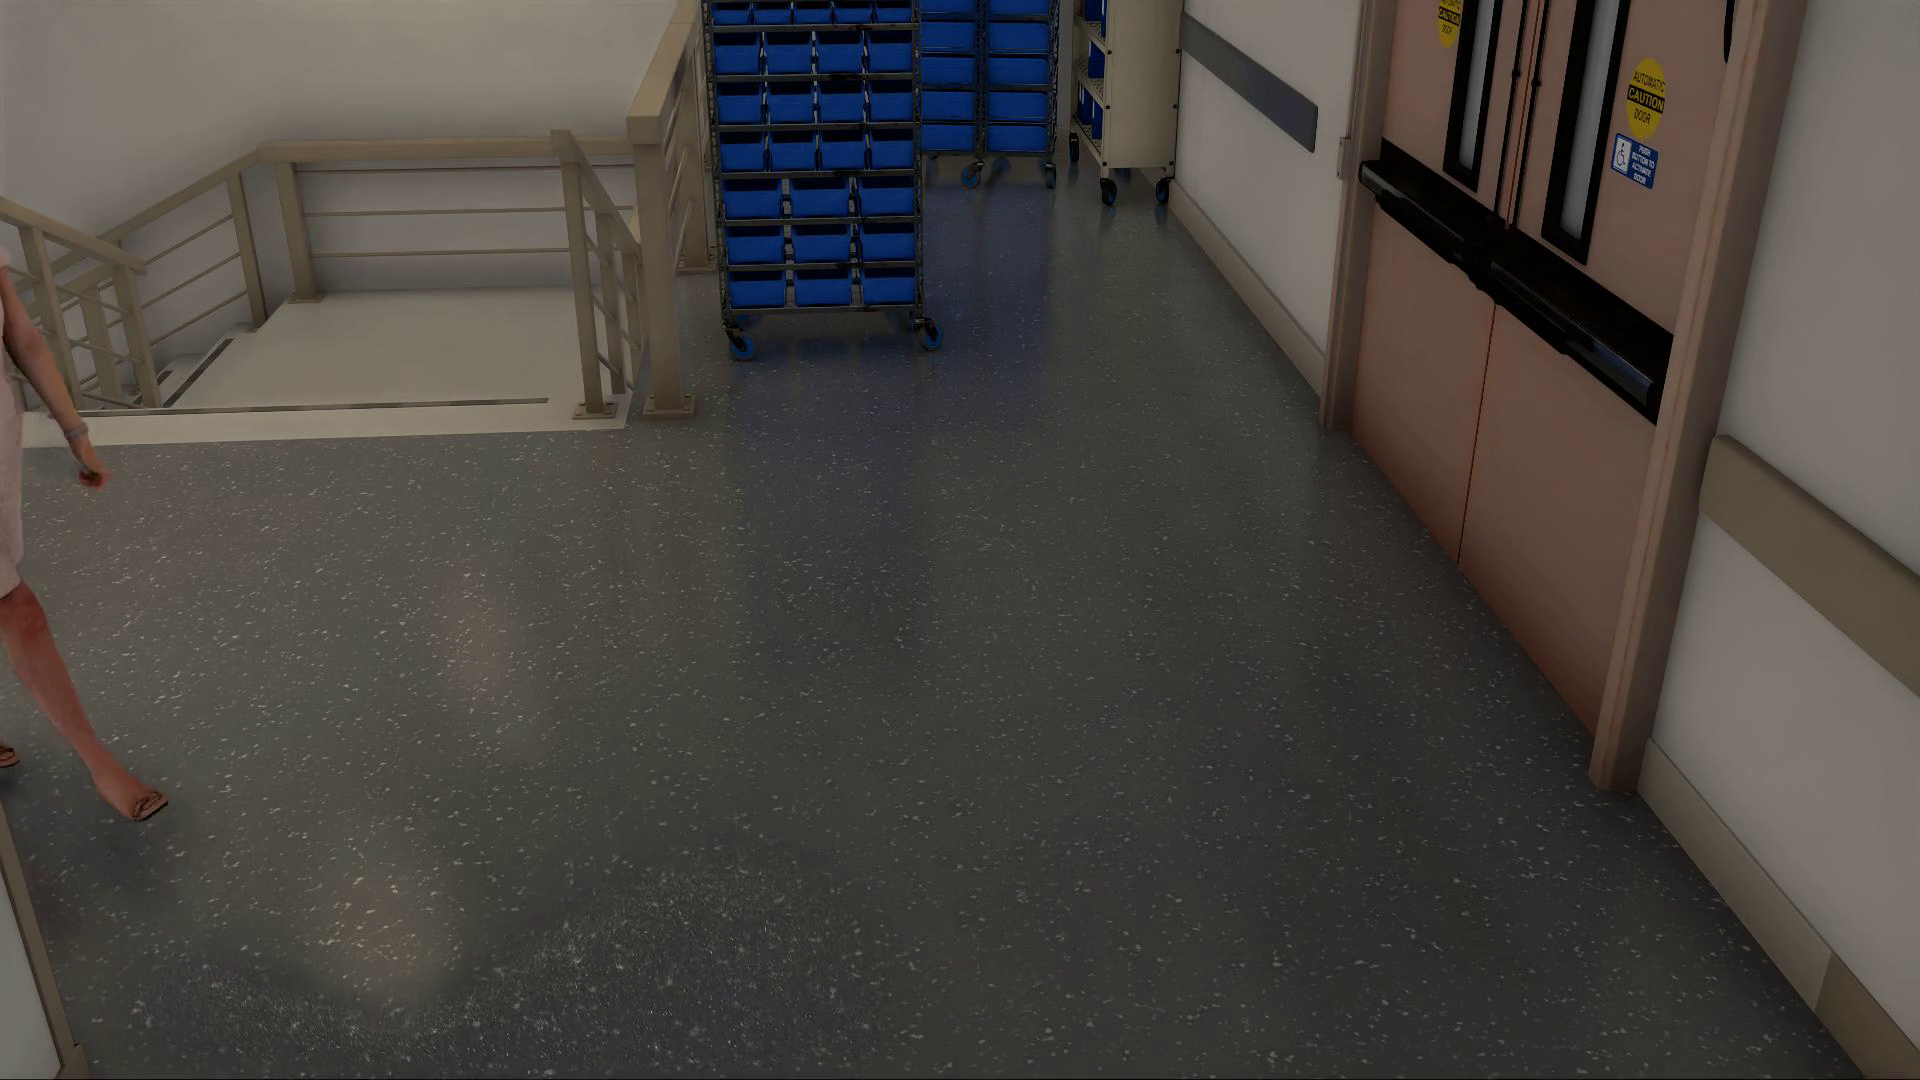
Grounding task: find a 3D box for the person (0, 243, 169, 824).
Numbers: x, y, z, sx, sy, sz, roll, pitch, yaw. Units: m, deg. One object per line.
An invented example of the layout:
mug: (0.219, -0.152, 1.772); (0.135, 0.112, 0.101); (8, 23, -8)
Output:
person: (-2.383, -0.146, 3.885); (1.088, 1.690, 1.146); (13, 29, 25)
